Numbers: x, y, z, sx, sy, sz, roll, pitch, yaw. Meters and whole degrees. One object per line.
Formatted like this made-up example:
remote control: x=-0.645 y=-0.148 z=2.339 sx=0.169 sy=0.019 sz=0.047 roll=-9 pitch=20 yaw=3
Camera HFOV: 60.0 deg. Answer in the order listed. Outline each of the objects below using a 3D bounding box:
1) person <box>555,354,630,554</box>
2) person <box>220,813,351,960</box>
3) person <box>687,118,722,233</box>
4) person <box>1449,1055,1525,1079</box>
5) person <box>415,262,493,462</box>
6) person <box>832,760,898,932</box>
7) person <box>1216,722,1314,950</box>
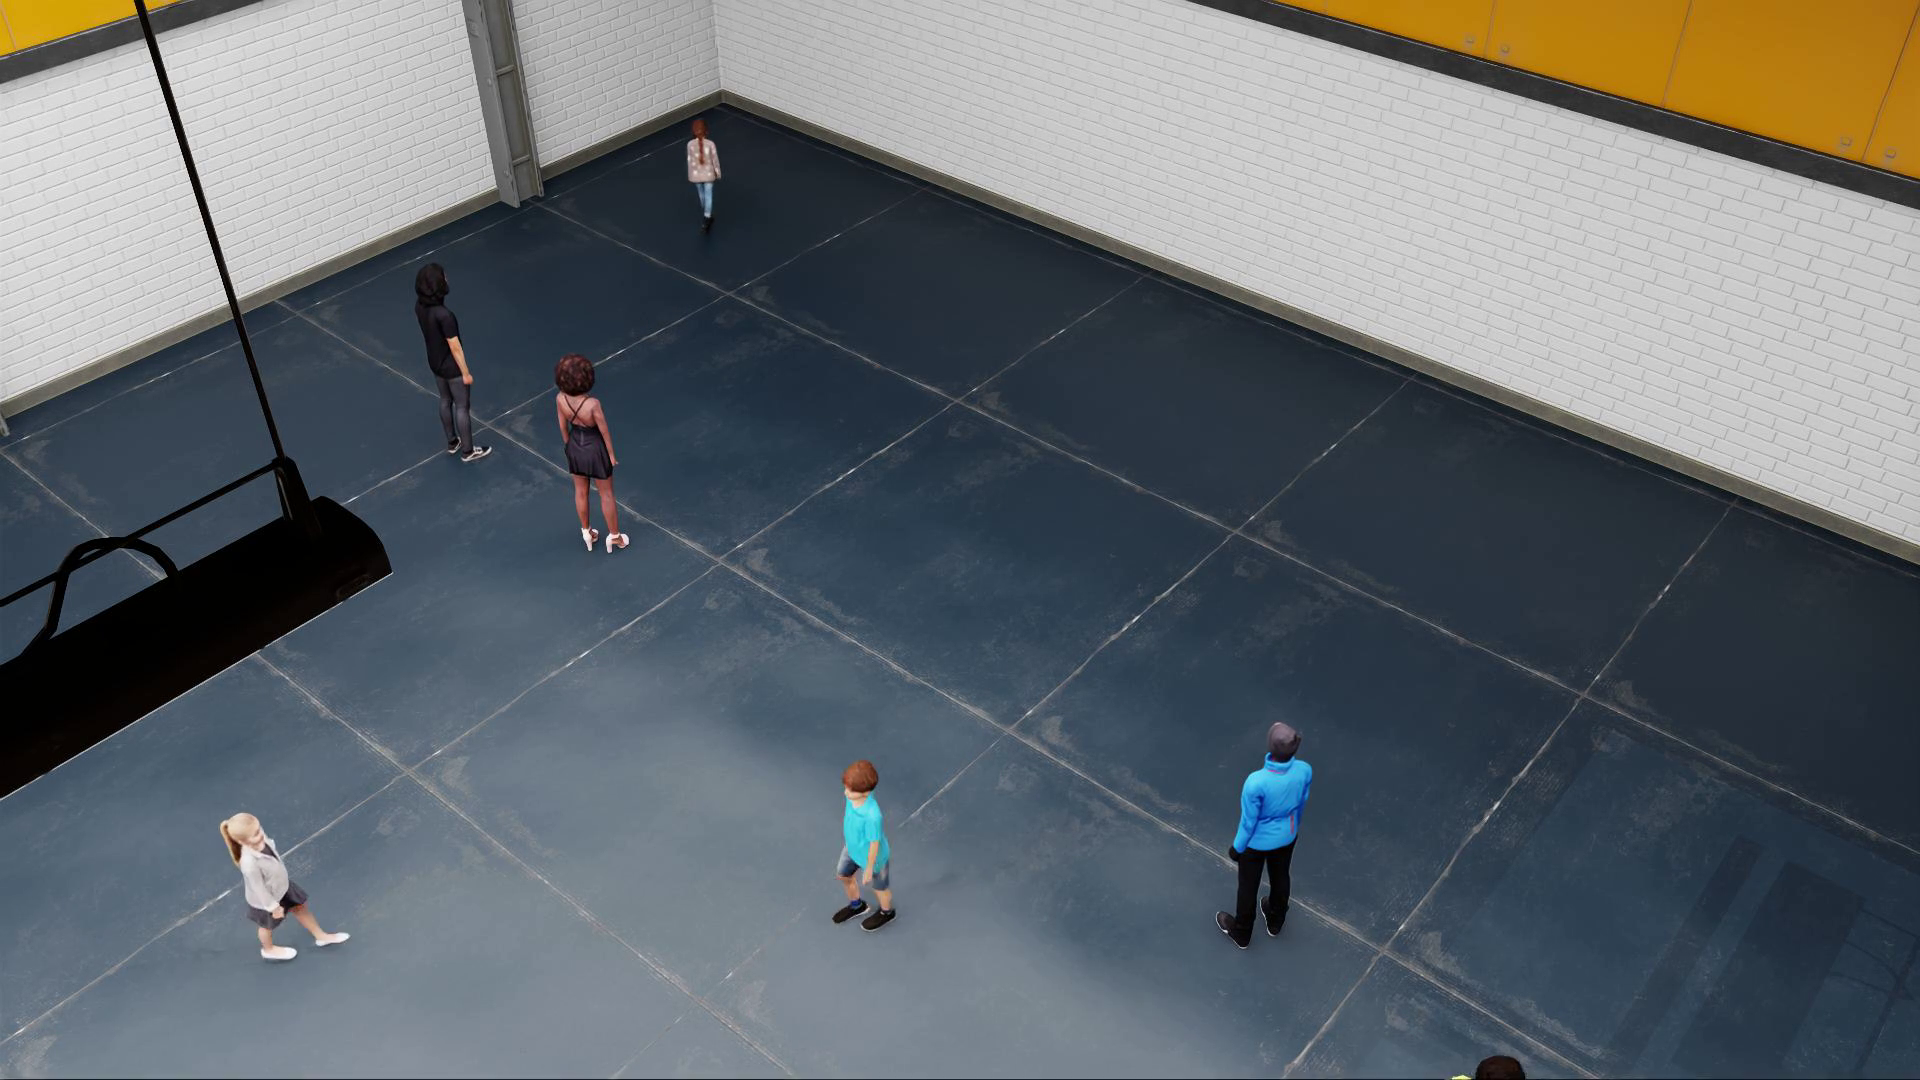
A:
person: x=-2.901 y=-0.660 z=12.994 sx=0.650 sy=1.789 sz=0.658 roll=10 pitch=40 yaw=13
person: x=-4.209 y=2.097 z=9.970 sx=0.826 sy=1.254 sz=0.779 roll=-1 pitch=39 yaw=-1
person: x=-2.698 y=-3.809 z=17.427 sx=0.775 sy=1.177 sz=0.887 roll=3 pitch=39 yaw=4
person: x=2.422 y=3.159 z=8.307 sx=1.124 sy=1.671 sz=0.995 roll=-9 pitch=39 yaw=-11
person: x=-4.324 y=-1.491 z=14.003 sx=0.619 sy=1.829 sz=0.511 roll=29 pitch=47 yaw=31
person: x=-0.505 y=1.842 z=10.143 sx=0.699 sy=1.437 sz=0.642 roll=-19 pitch=43 yaw=-23
person: x=1.845 y=1.774 z=9.942 sx=0.626 sy=1.794 sz=0.753 roll=-15 pitch=41 yaw=-18
